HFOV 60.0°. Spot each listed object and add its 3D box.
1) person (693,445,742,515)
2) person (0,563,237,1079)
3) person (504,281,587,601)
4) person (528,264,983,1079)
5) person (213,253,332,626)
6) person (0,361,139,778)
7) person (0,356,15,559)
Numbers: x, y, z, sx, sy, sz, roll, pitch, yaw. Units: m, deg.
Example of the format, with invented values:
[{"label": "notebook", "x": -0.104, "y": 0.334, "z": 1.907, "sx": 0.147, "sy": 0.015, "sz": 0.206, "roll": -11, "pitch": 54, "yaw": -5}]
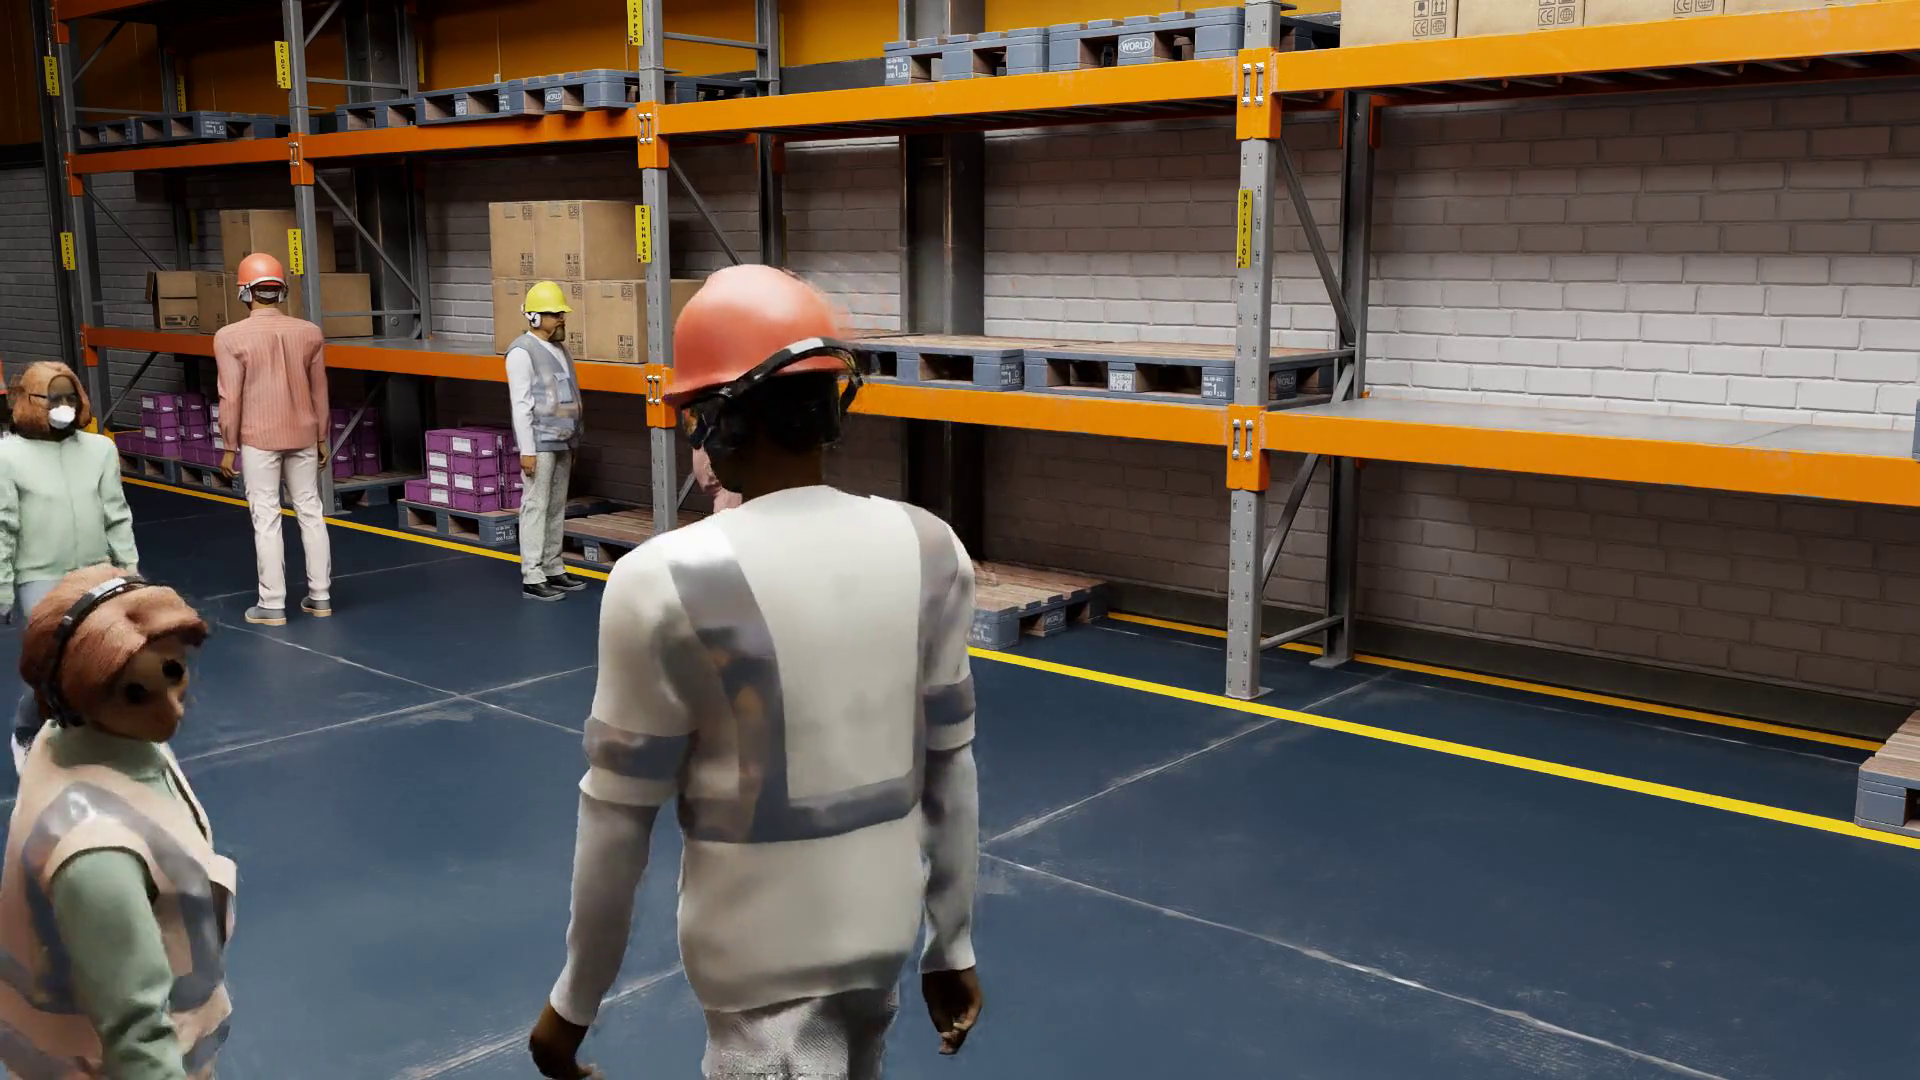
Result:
[{"label": "person", "x": -0.897, "y": -0.127, "z": 6.888, "sx": 0.407, "sy": 1.908, "sz": 0.641, "roll": 1, "pitch": 10, "yaw": 3}, {"label": "person", "x": -1.189, "y": 0.812, "z": 2.379, "sx": 0.328, "sy": 1.613, "sz": 0.636, "roll": -6, "pitch": 11, "yaw": -29}, {"label": "person", "x": -2.382, "y": -0.575, "z": 9.648, "sx": 0.403, "sy": 1.831, "sz": 0.596, "roll": 2, "pitch": 10, "yaw": 13}, {"label": "person", "x": -0.265, "y": 0.602, "z": 2.517, "sx": 0.639, "sy": 2.032, "sz": 0.723, "roll": -9, "pitch": 14, "yaw": -43}, {"label": "person", "x": -3.701, "y": -0.538, "z": 8.971, "sx": 0.394, "sy": 1.994, "sz": 0.612, "roll": 9, "pitch": 13, "yaw": 41}, {"label": "person", "x": -3.282, "y": 0.152, "z": 6.095, "sx": 0.384, "sy": 1.620, "sz": 0.506, "roll": 6, "pitch": 11, "yaw": 29}, {"label": "person", "x": -6.380, "y": -0.698, "z": 10.736, "sx": 0.540, "sy": 1.695, "sz": 0.317, "roll": 0, "pitch": 10, "yaw": 2}]
